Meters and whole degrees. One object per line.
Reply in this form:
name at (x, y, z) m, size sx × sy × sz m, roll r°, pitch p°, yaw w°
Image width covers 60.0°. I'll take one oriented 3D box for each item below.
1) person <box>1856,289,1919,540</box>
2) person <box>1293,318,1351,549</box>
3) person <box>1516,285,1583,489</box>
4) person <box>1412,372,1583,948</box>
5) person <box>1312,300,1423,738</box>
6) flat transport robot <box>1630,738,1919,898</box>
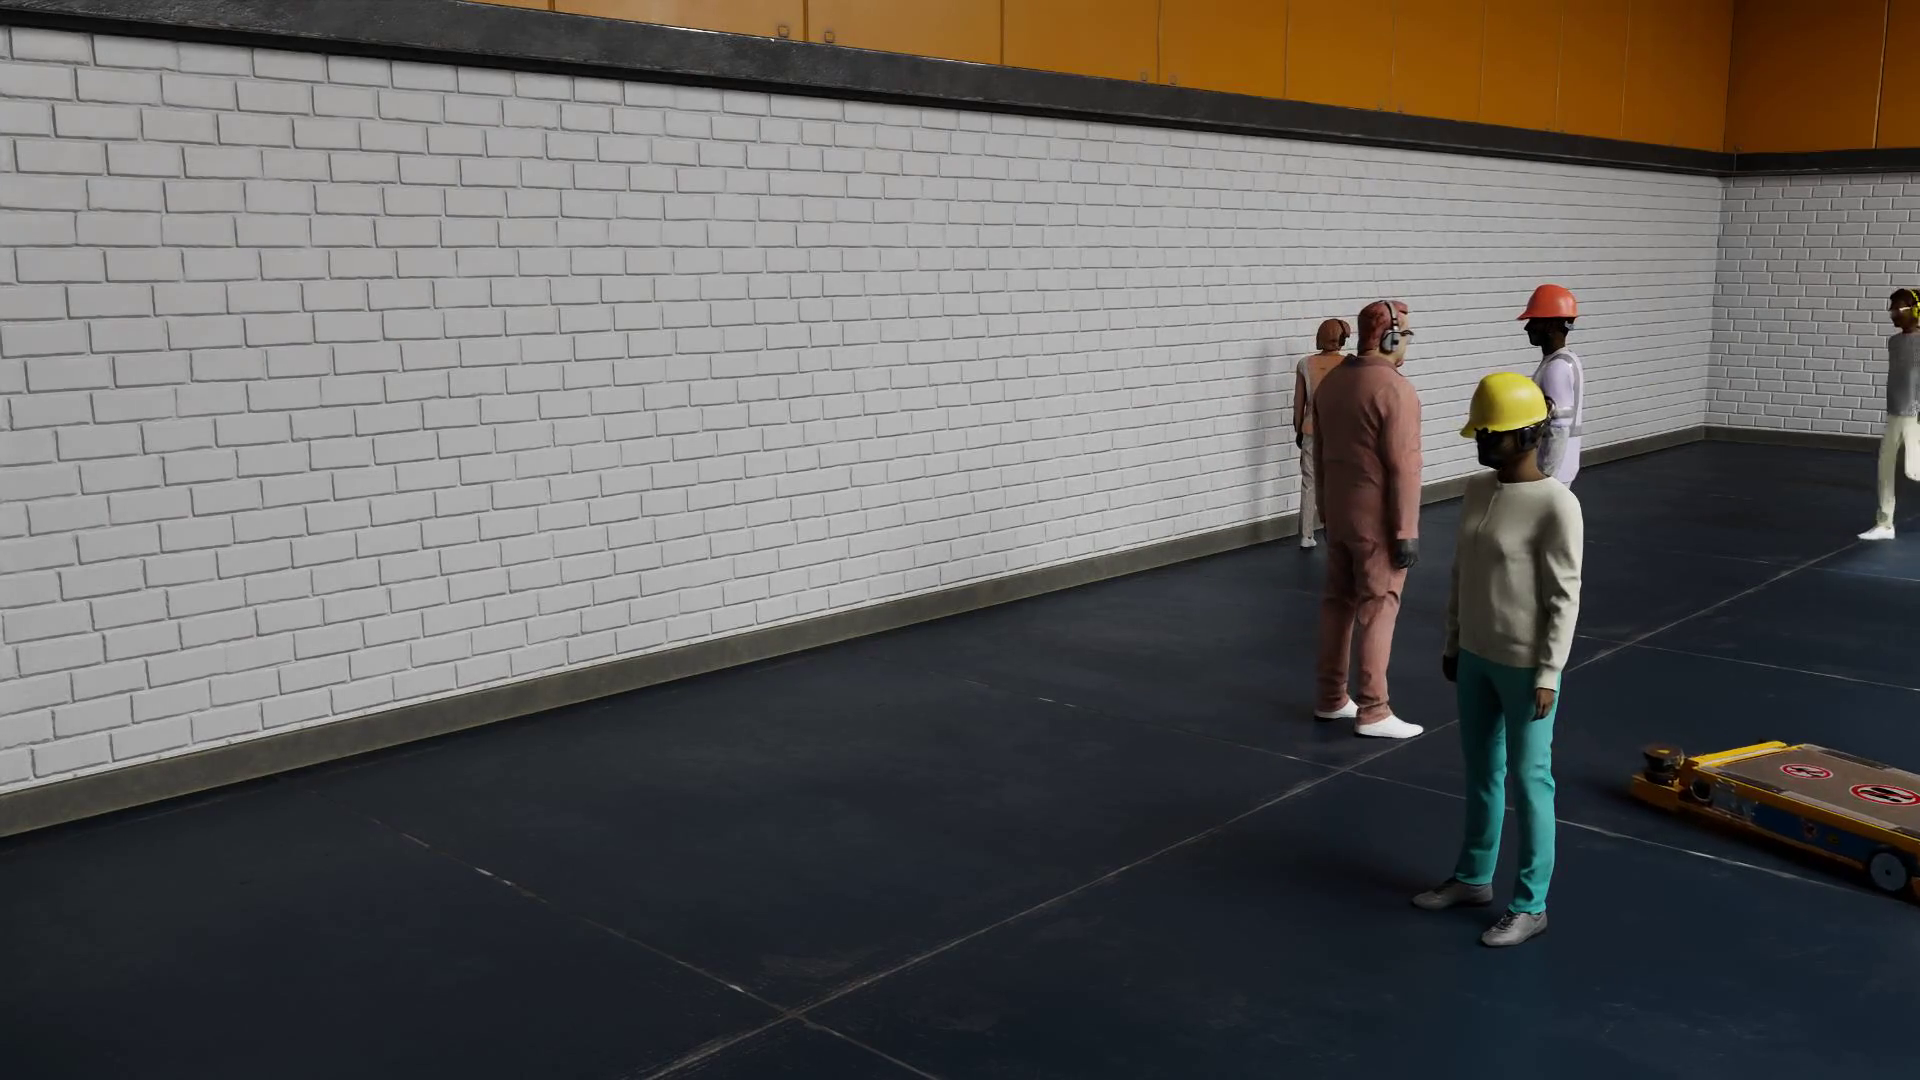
person at (6.966, -0.905, 12.110) m, size 0.706 × 1.839 × 0.534 m, roll -2°, pitch 10°, yaw -14°
person at (2.589, -0.732, 11.691) m, size 0.522 × 1.639 × 0.309 m, roll 7°, pitch 12°, yaw 36°
person at (3.061, -0.363, 8.738) m, size 0.356 × 1.937 × 0.552 m, roll 3°, pitch 11°, yaw 19°
person at (1.659, 0.365, 5.112) m, size 0.328 × 1.760 × 0.524 m, roll -4°, pitch 11°, yaw -20°
person at (1.813, -0.092, 7.294) m, size 0.403 × 1.904 × 0.651 m, roll -4°, pitch 11°, yaw -22°
flat transport robot at (3.188, 0.971, 5.891) m, size 0.652 × 0.197 × 1.431 m, roll -5°, pitch 11°, yaw -27°
